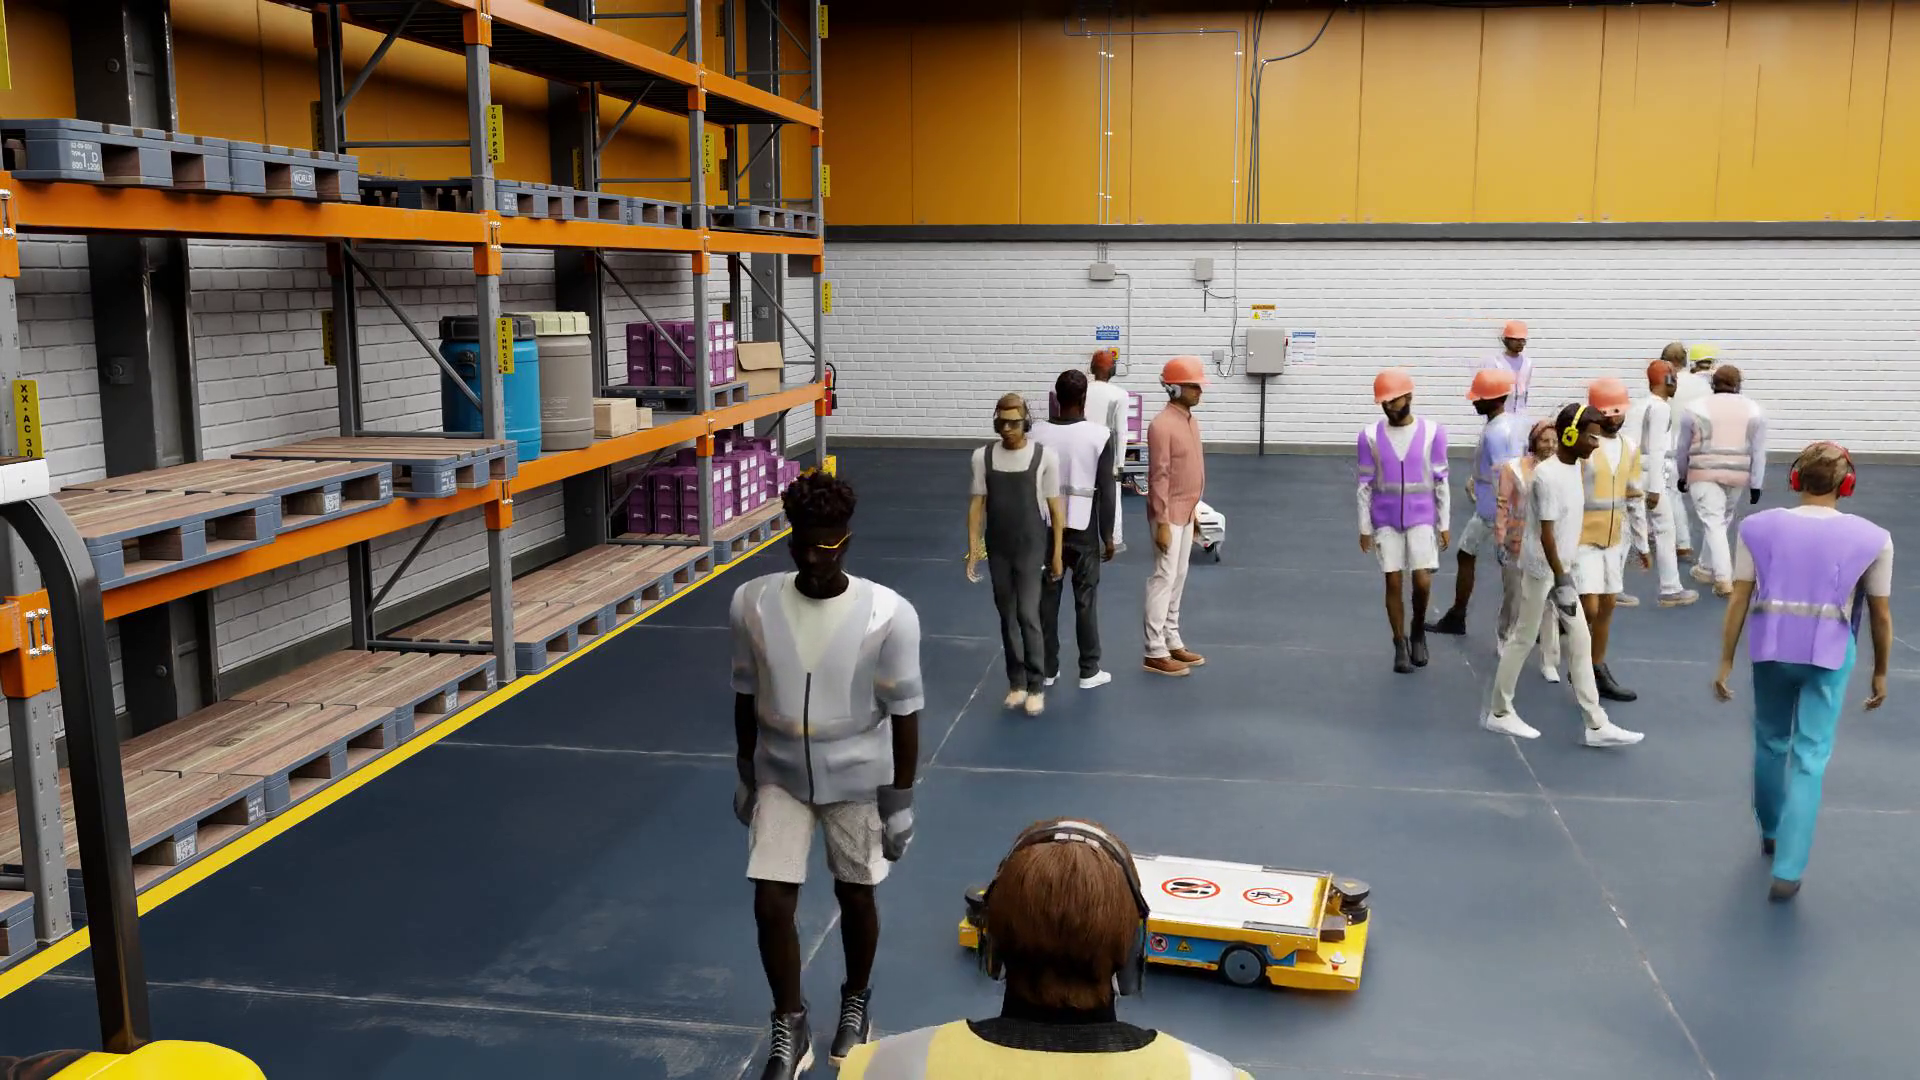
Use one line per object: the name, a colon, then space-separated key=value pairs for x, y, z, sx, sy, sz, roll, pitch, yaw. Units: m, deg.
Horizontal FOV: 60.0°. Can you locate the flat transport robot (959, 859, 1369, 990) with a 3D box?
flat transport robot: x=0.771 y=1.379 z=6.185 sx=1.431 sy=0.197 sz=0.652 roll=3 pitch=10 yaw=16

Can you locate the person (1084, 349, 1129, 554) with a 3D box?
person: x=1.173 y=-0.731 z=14.410 sx=0.581 sy=1.838 sz=1.004 roll=4 pitch=10 yaw=21

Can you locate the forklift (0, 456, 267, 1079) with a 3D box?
forklift: x=-2.328 y=0.975 z=2.765 sx=2.313 sy=2.155 sz=1.214 roll=1 pitch=9 yaw=9

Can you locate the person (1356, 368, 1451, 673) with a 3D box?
person: x=2.746 y=-0.112 z=10.326 sx=0.585 sy=1.912 sz=0.418 roll=3 pitch=10 yaw=17

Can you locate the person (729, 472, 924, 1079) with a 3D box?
person: x=-0.421 y=0.740 z=5.050 sx=0.632 sy=1.918 sz=0.759 roll=1 pitch=9 yaw=8

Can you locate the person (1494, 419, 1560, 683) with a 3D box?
person: x=3.600 y=0.027 z=10.462 sx=0.512 sy=1.599 sz=0.861 roll=1 pitch=9 yaw=9

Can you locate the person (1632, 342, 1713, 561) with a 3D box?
person: x=6.218 y=-0.787 z=14.607 sx=0.645 sy=1.881 sz=1.043 roll=-1 pitch=9 yaw=-6

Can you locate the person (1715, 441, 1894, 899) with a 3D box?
person: x=3.474 y=0.502 z=6.838 sx=0.604 sy=1.809 sz=0.912 roll=6 pitch=11 yaw=33

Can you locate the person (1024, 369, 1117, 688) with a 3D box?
person: x=0.648 y=-0.062 z=10.006 sx=0.590 sy=1.920 sz=0.398 roll=4 pitch=10 yaw=23

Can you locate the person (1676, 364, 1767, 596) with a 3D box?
person: x=5.932 y=-0.475 z=13.005 sx=0.615 sy=1.791 sz=0.990 roll=1 pitch=9 yaw=4

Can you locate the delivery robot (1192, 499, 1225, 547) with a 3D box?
delivery robot: x=2.056 y=-0.165 z=14.546 sx=0.477 sy=0.478 sz=0.707 roll=-2 pitch=9 yaw=-11

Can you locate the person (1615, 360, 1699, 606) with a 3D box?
person: x=5.189 y=-0.416 z=12.427 sx=0.830 sy=1.836 sz=0.602 roll=0 pitch=9 yaw=-2

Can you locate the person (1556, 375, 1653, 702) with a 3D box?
person: x=3.694 y=0.007 z=9.580 sx=0.639 sy=1.915 sz=0.403 roll=-4 pitch=10 yaw=-25

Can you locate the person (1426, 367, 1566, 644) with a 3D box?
person: x=3.668 y=-0.228 z=11.174 sx=0.994 sy=1.877 sz=0.569 roll=7 pitch=11 yaw=36

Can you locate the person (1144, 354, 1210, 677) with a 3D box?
person: x=1.355 y=-0.162 z=10.388 sx=0.386 sy=1.994 sz=0.613 roll=5 pitch=10 yaw=26

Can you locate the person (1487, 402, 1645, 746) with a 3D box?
person: x=3.192 y=0.193 z=8.712 sx=0.892 sy=1.821 sz=0.510 roll=9 pitch=13 yaw=43

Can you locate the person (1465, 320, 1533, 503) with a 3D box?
person: x=5.723 y=-1.321 z=17.541 sx=0.606 sy=2.008 sz=1.003 roll=-3 pitch=10 yaw=-15

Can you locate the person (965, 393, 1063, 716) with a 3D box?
person: x=0.291 y=0.087 z=9.386 sx=0.514 sy=1.822 sz=0.604 roll=4 pitch=10 yaw=21

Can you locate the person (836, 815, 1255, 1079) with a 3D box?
person: x=0.107 y=1.251 z=2.316 sx=0.622 sy=1.791 sz=0.944 roll=0 pitch=9 yaw=-2

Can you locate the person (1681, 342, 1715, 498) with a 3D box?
person: x=7.436 y=-1.074 z=16.649 sx=0.606 sy=1.801 sz=0.882 roll=-2 pitch=9 yaw=-10
